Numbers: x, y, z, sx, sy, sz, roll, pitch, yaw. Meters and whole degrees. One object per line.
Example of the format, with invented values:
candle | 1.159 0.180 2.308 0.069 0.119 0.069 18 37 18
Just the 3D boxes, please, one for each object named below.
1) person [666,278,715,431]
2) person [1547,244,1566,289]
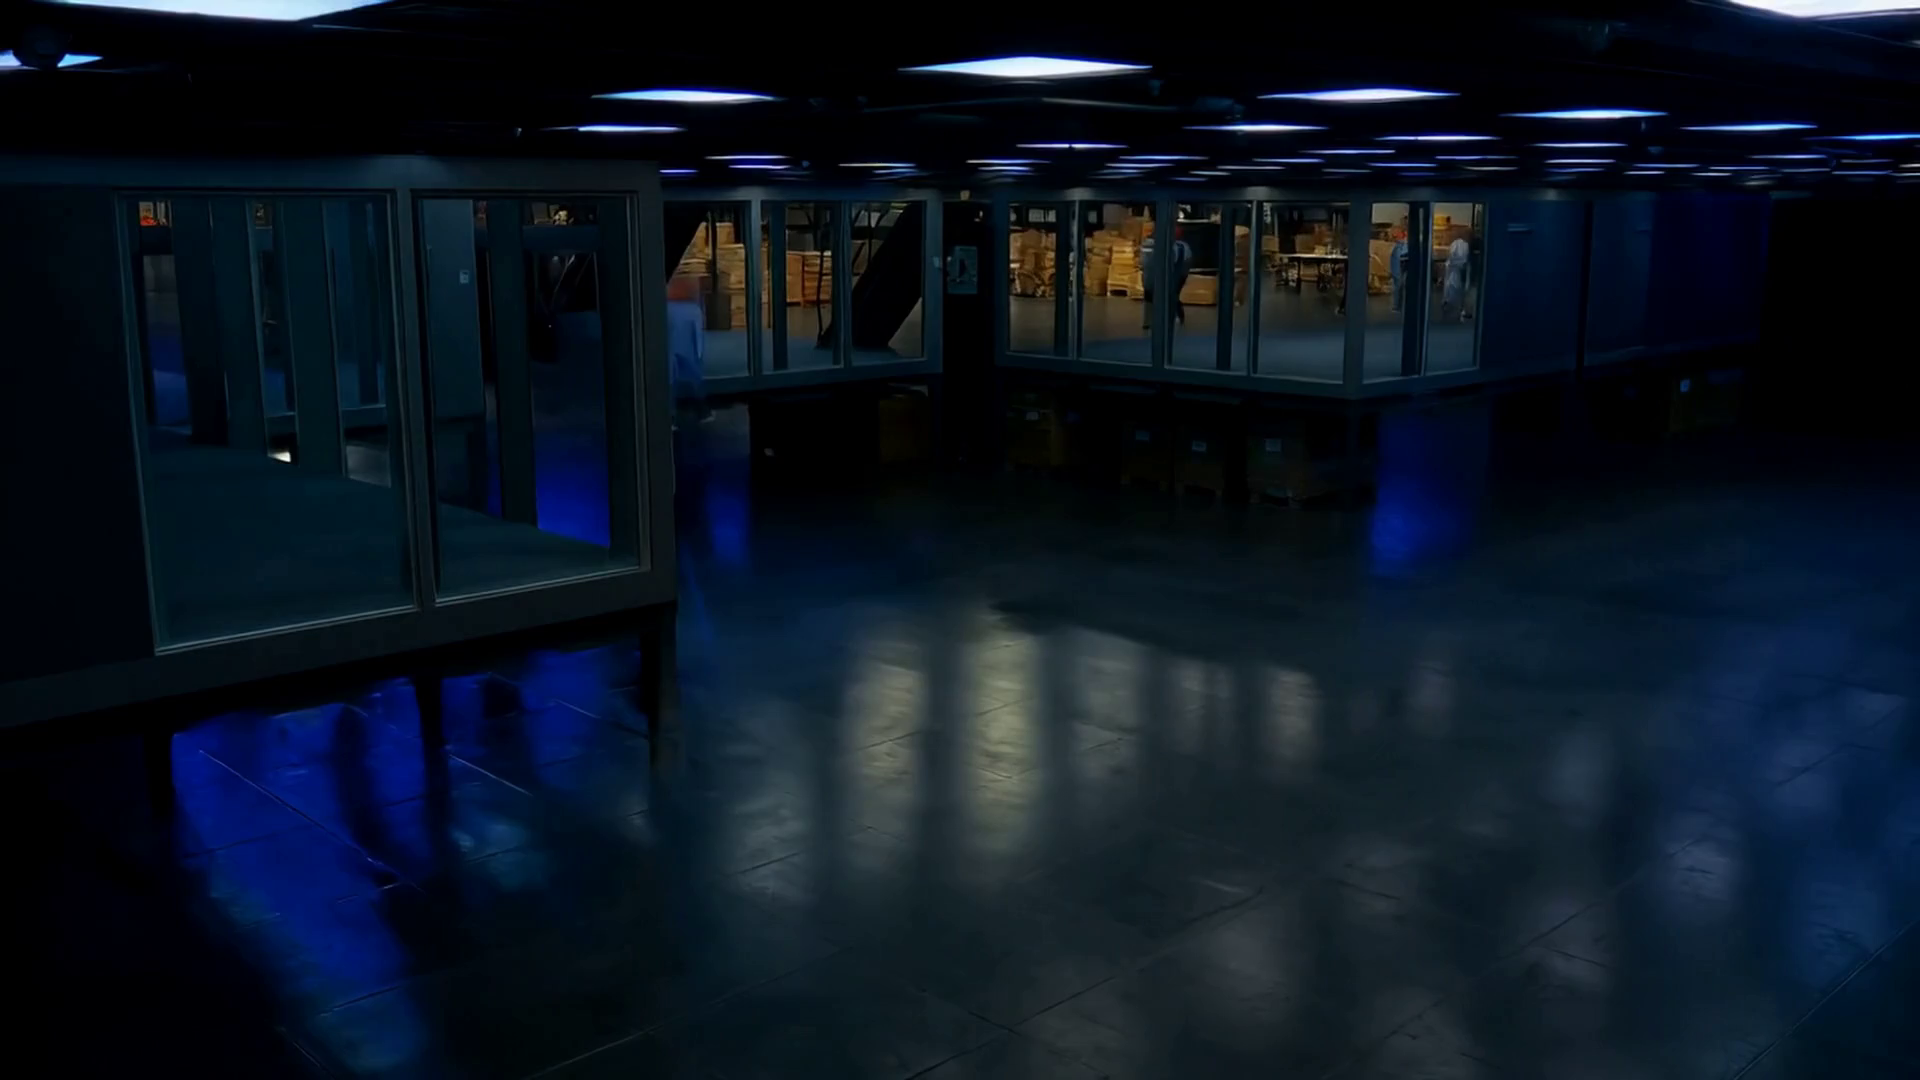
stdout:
person | -2.916 -1.965 17.604 0.517 1.587 0.845 3 12 17
person | 17.069 -7.952 47.127 0.481 1.802 1.015 -8 14 -36
